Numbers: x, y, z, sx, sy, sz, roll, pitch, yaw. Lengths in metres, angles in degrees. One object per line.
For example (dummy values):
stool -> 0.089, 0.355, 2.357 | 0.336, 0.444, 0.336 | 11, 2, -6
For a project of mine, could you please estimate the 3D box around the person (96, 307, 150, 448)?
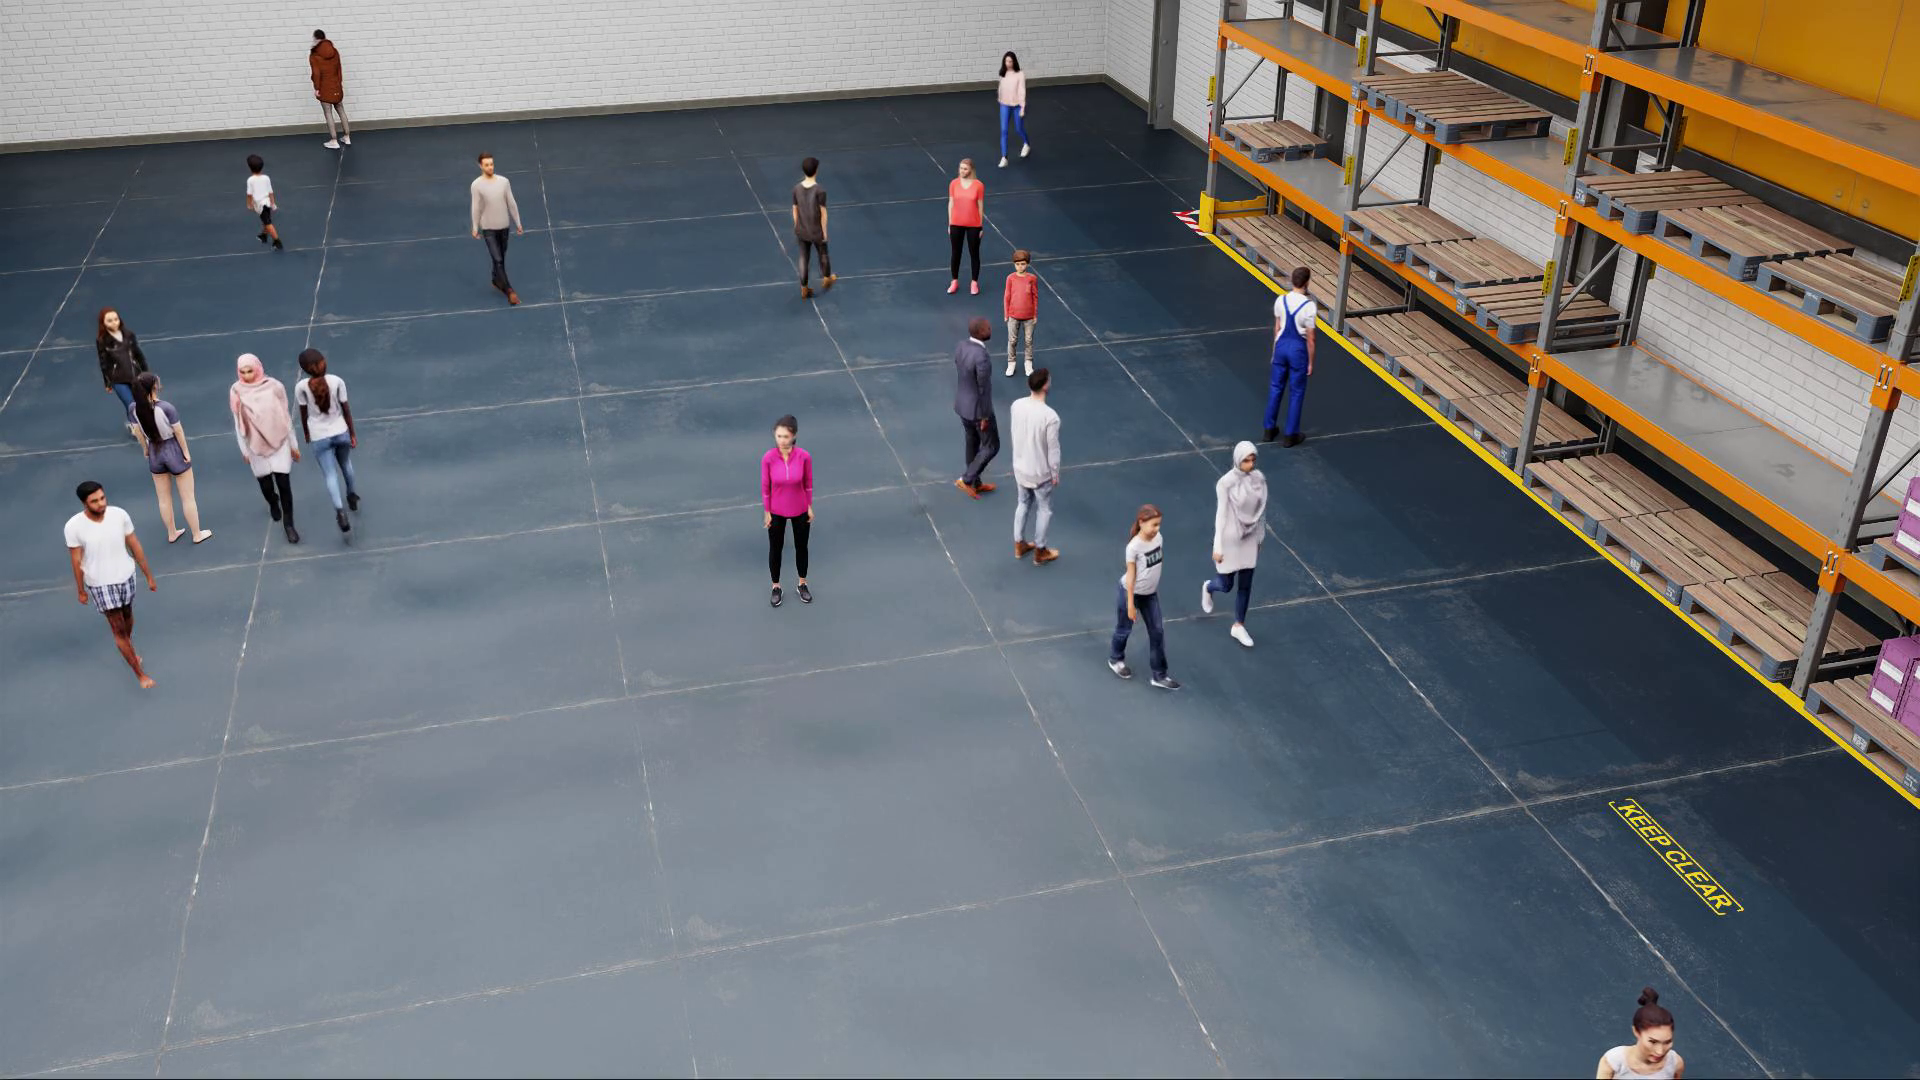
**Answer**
person -> -8.389, -1.640, 16.673 | 1.045, 1.452, 0.900 | 23, 36, 36

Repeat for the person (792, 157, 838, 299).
person -> -1.856, -3.788, 20.368 | 0.928, 1.686, 1.044 | 10, 30, 17

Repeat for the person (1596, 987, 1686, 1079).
person -> 3.273, 2.895, 8.194 | 0.608, 1.609, 0.594 | 0, 29, 1

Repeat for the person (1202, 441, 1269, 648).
person -> 2.175, -0.008, 13.355 | 0.695, 1.763, 0.886 | -13, 31, -22

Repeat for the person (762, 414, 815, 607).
person -> -1.433, -0.260, 13.885 | 0.581, 1.700, 0.557 | -6, 29, -10

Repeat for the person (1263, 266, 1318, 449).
person -> 3.306, -1.844, 16.636 | 0.694, 1.846, 0.775 | 20, 34, 32

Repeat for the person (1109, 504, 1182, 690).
person -> 1.333, 0.385, 12.879 | 0.791, 1.531, 0.993 | -20, 34, -32

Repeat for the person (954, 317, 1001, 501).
person -> 0.077, -1.210, 15.511 | 0.836, 1.811, 0.750 | -14, 32, -24

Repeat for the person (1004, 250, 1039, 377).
person -> 0.676, -2.500, 18.287 | 0.575, 1.417, 0.565 | 1, 29, 2

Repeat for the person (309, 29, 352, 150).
person -> -10.018, -7.179, 26.423 | 0.912, 1.839, 0.855 | 17, 33, 28

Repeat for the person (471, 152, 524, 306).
person -> -5.688, -3.822, 20.288 | 1.001, 1.821, 1.299 | -20, 34, -32

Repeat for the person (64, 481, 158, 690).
person -> -6.610, 0.286, 12.895 | 1.177, 1.689, 1.030 | 23, 36, 35

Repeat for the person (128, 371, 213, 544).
person -> -7.058, -0.732, 14.802 | 0.657, 1.650, 0.631 | 2, 29, 4

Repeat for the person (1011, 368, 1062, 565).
person -> 0.646, -0.626, 14.413 | 0.746, 1.836, 0.864 | 23, 36, 36

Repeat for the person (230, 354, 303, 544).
person -> -6.193, -0.853, 14.875 | 0.732, 1.793, 0.853 | -14, 32, -24

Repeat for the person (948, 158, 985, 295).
person -> 0.078, -3.881, 20.528 | 0.670, 1.694, 0.668 | 5, 29, 9

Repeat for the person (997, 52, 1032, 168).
person -> 0.841, -6.638, 25.554 | 1.126, 1.722, 1.224 | 14, 31, 23

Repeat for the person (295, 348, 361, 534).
person -> -5.687, -0.875, 15.027 | 0.761, 1.686, 1.143 | -15, 32, -25

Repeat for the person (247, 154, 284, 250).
person -> -9.232, -4.455, 22.064 | 0.924, 1.232, 0.835 | 18, 33, 29
